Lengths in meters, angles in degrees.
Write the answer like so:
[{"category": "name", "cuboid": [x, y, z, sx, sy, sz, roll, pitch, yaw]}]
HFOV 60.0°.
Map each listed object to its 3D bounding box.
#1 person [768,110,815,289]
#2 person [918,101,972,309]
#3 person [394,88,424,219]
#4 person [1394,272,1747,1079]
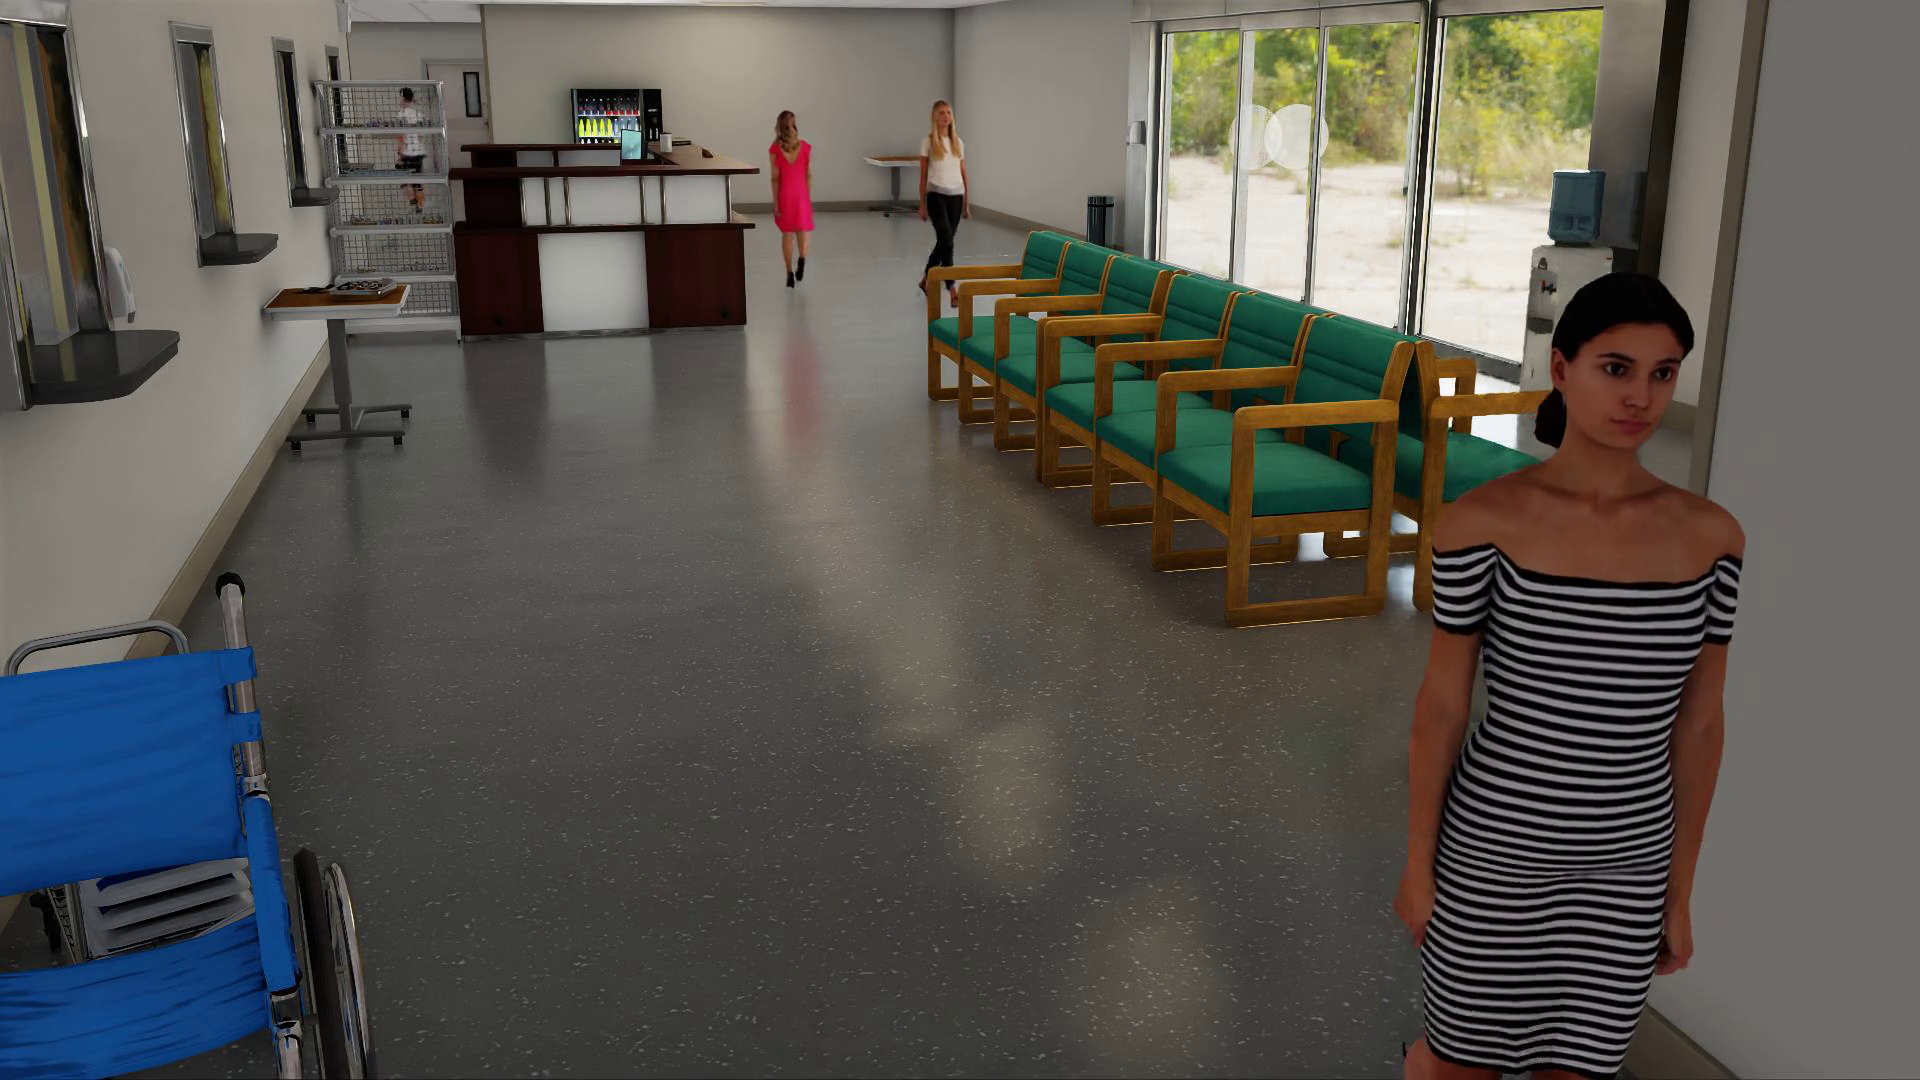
[{"category": "person", "cuboid": [-1.597, -3.242, 16.004, 0.902, 1.700, 0.683, -3, 16, -10]}, {"category": "person", "cuboid": [-0.186, -2.997, 14.975, 1.153, 1.788, 0.876, -9, 18, -28]}, {"category": "person", "cuboid": [-7.877, -5.569, 24.005, 0.873, 1.837, 0.811, 8, 17, 26]}, {"category": "person", "cuboid": [0.878, 0.495, 2.555, 0.884, 1.806, 0.810, 1, 16, 3]}]
